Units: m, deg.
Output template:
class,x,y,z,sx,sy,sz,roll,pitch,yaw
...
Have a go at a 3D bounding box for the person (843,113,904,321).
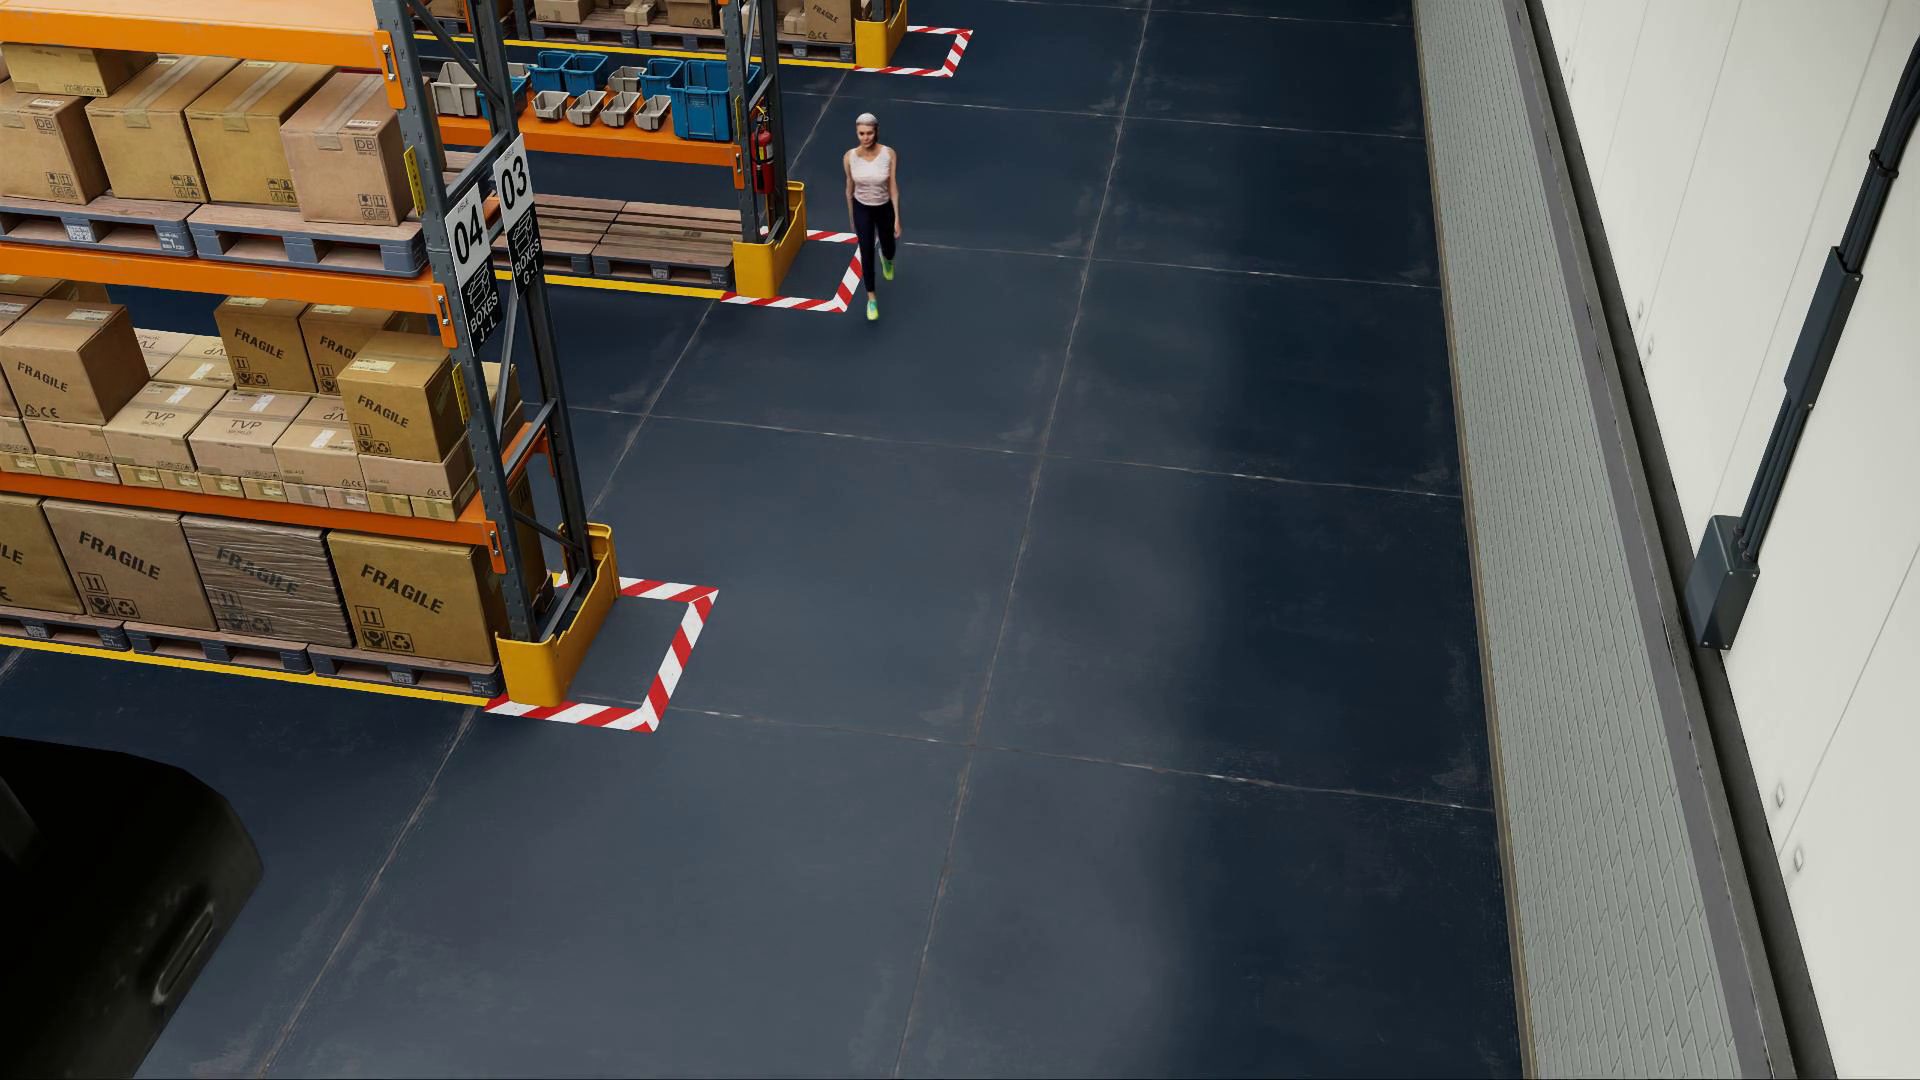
class,x,y,z,sx,sy,sz,roll,pitch,yaw
person,-0.678,-2.634,13.271,0.928,1.688,0.792,-1,38,-1
